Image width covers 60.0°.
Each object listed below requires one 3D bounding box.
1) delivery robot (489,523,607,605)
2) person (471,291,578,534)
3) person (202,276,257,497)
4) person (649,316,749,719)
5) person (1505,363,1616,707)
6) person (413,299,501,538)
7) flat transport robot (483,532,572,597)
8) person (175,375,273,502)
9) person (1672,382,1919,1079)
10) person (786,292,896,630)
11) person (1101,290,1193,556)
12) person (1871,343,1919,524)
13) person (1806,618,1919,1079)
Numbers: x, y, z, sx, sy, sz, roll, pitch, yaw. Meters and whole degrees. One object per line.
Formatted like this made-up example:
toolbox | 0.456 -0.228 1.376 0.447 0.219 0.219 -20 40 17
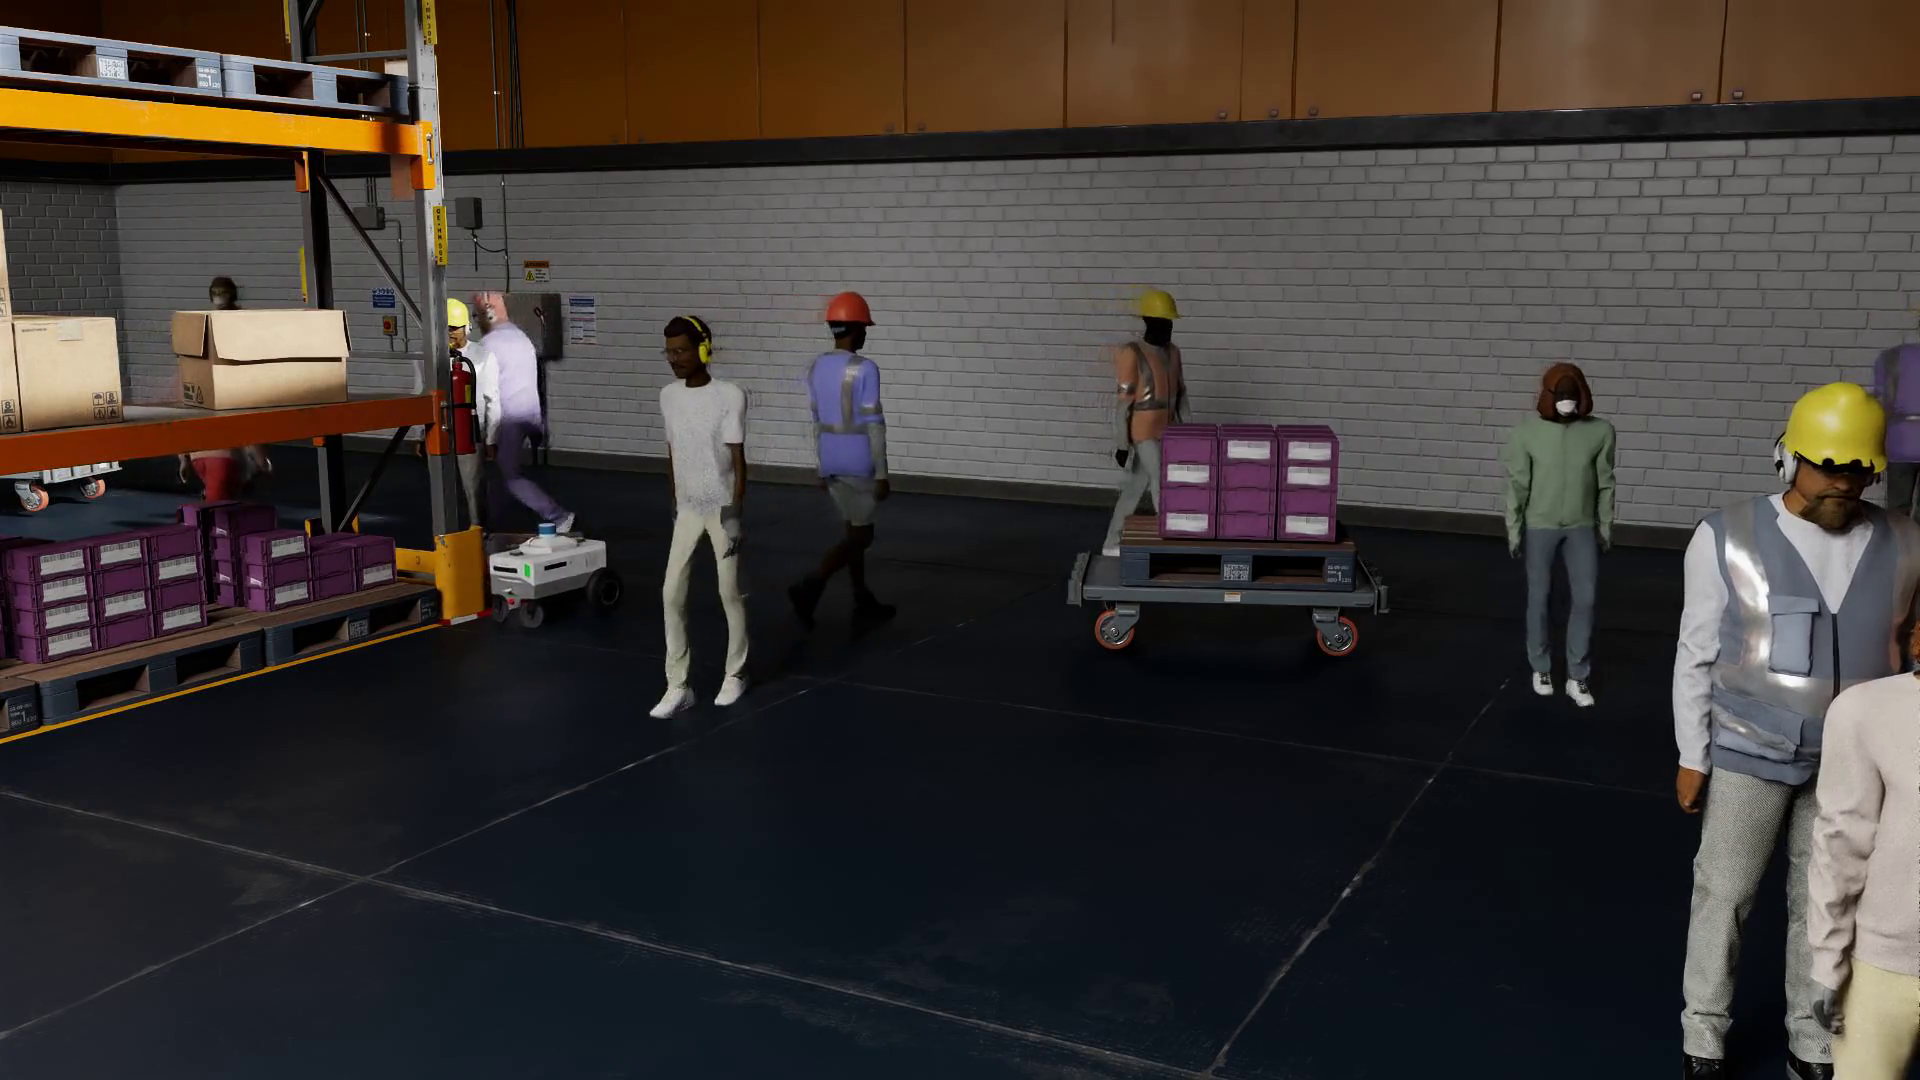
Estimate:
delivery robot | -2.389 0.145 9.660 0.477 0.478 0.707 6 11 29
person | -3.123 -0.814 11.700 0.846 1.867 0.648 2 10 9
person | -6.374 -1.316 14.444 0.655 1.914 0.803 0 10 -2
person | -1.188 -0.093 7.634 0.543 1.834 0.784 3 10 19
person | 2.833 -0.020 7.826 0.518 1.607 0.631 1 10 8
person | -3.437 -0.734 11.375 0.592 1.819 0.404 0 10 1
flat transport robot | -2.819 0.140 10.772 0.652 0.197 1.431 -1 10 -7
person | -4.662 -0.510 10.392 0.536 1.736 0.880 5 11 27
person | 2.056 0.522 4.080 0.586 1.824 0.403 1 10 7
person | -0.663 -0.427 9.339 0.807 1.913 0.559 -8 13 -40
person | 1.322 -0.717 11.099 0.986 1.874 0.606 8 12 38
person | 5.718 -0.522 9.862 0.619 1.908 0.487 8 13 40
person | 1.821 0.799 3.065 0.498 1.629 0.289 3 10 17
